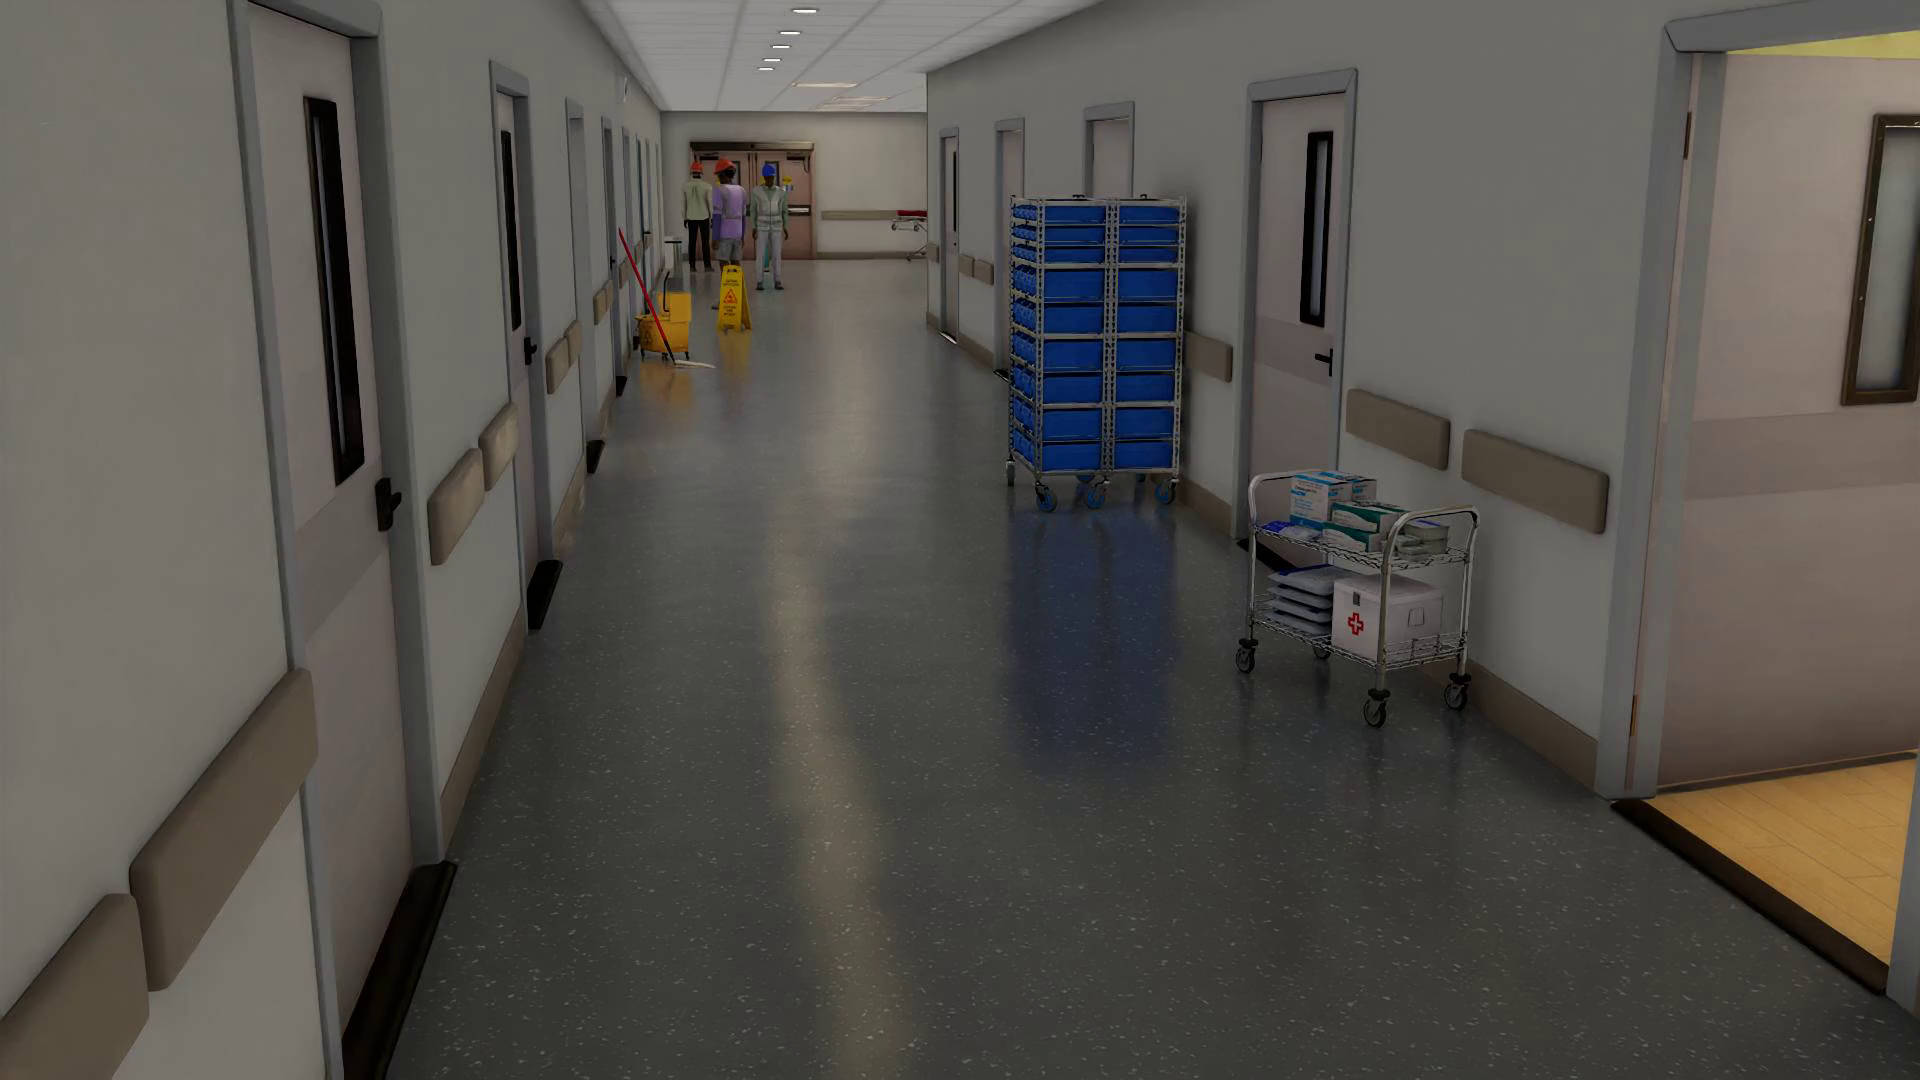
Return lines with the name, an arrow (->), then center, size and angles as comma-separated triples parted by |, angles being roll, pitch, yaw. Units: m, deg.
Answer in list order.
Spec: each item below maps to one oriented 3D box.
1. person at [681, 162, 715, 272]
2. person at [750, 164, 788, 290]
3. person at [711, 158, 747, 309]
person -> -4.786, -5.902, 30.455 | 0.618, 1.997, 0.373 | 2, 13, 7
person -> -2.995, -4.911, 26.163 | 0.604, 1.949, 0.398 | -3, 13, -14
person -> -3.156, -4.148, 22.603 | 0.410, 2.031, 0.613 | 9, 15, 34
